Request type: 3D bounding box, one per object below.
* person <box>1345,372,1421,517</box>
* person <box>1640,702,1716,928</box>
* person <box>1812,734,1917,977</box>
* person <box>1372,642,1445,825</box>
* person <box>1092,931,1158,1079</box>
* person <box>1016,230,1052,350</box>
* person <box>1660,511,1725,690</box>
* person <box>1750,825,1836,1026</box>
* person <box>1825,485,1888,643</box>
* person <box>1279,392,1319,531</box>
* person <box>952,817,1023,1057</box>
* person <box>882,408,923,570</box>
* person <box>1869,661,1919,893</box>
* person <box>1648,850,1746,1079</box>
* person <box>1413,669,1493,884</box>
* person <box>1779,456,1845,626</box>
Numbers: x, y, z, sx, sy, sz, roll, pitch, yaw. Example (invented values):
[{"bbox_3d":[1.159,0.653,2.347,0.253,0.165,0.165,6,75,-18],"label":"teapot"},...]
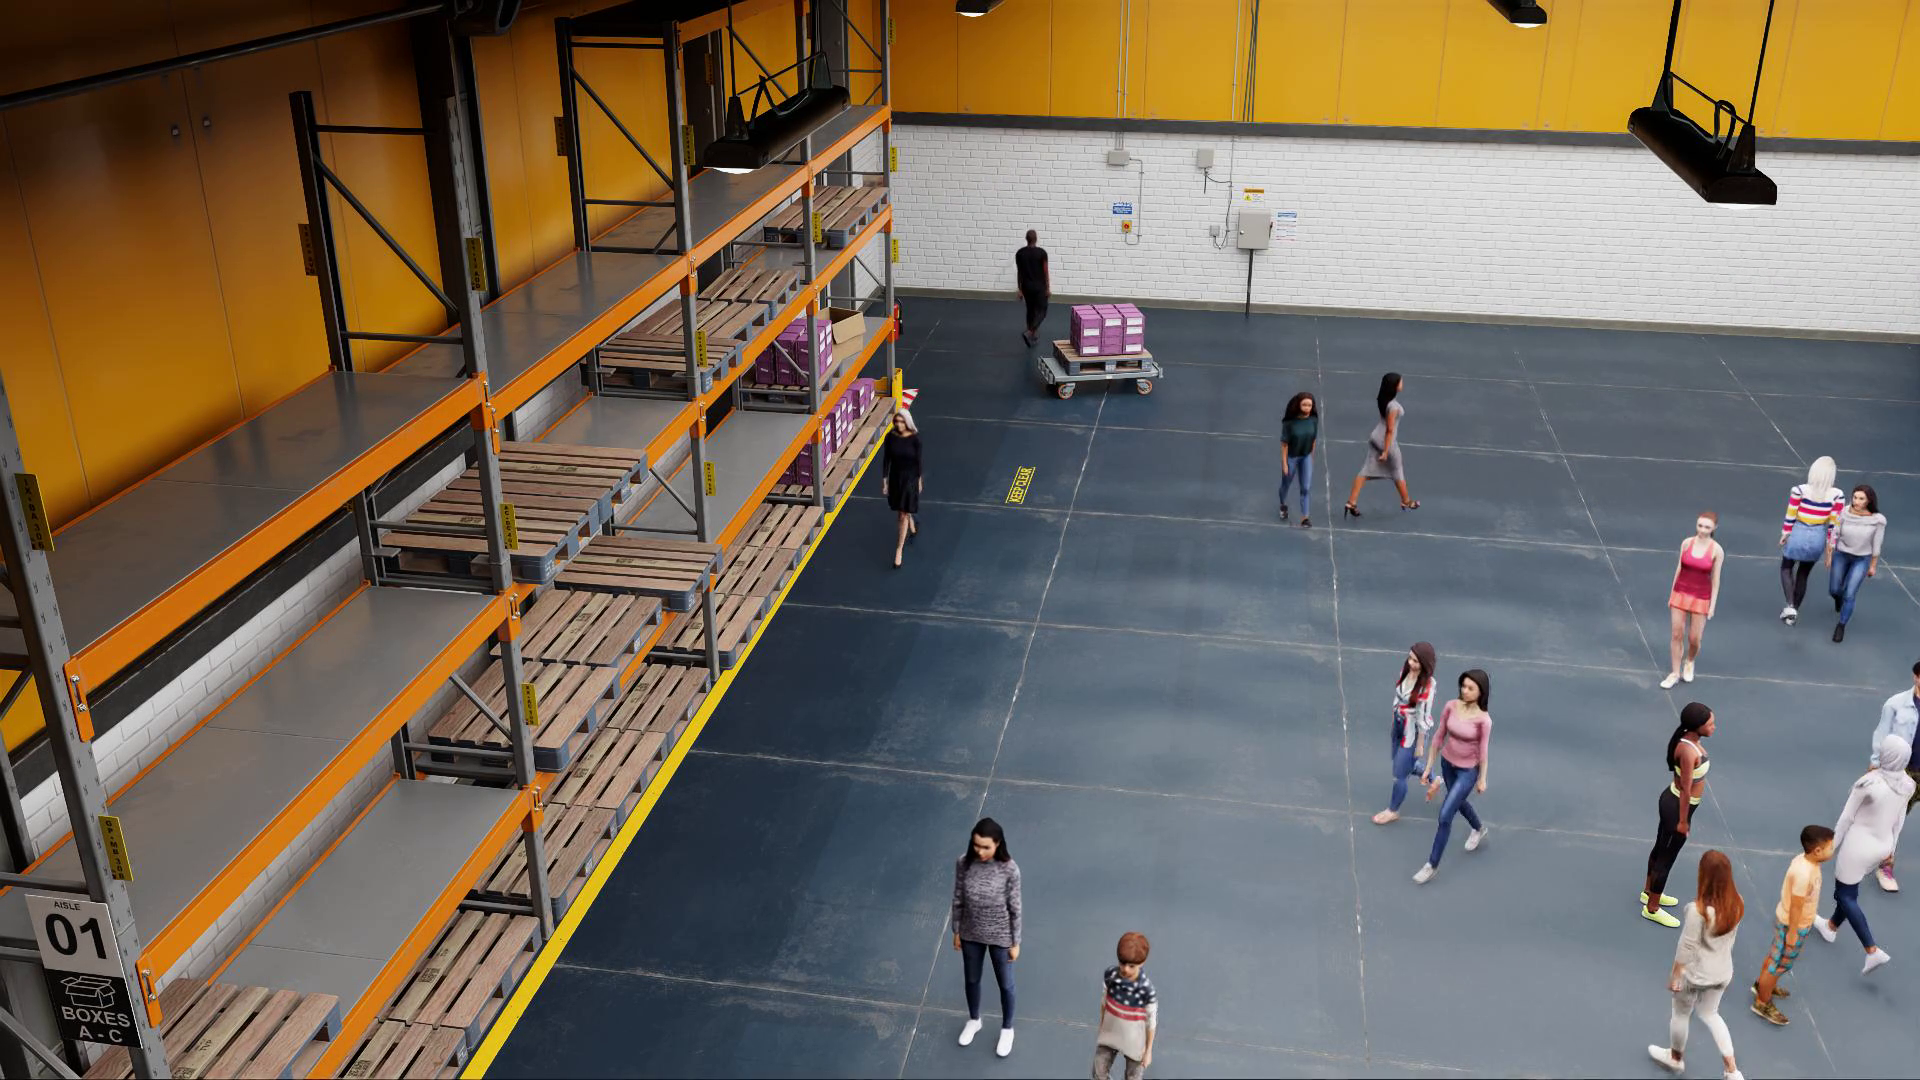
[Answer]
[{"bbox_3d":[4.740,-1.038,18.991,0.985,1.726,1.159,-6,24,-14],"label":"person"},{"bbox_3d":[5.201,1.961,12.092,0.648,1.755,0.497,8,25,18],"label":"person"},{"bbox_3d":[6.329,2.197,11.554,0.885,1.755,1.135,-5,24,-10],"label":"person"},{"bbox_3d":[3.667,1.529,13.281,0.904,1.595,0.946,-7,25,-15],"label":"person"},{"bbox_3d":[1.037,2.973,10.177,0.605,1.435,0.598,14,27,29],"label":"person"},{"bbox_3d":[1.103,-3.770,25.143,0.872,1.804,1.076,11,26,24],"label":"person"},{"bbox_3d":[6.770,0.539,15.360,0.748,1.745,0.827,20,31,38],"label":"person"},{"bbox_3d":[5.572,2.538,11.149,0.685,1.455,0.555,15,28,31],"label":"person"},{"bbox_3d":[8.764,0.182,16.337,0.842,1.616,0.992,15,28,31],"label":"person"},{"bbox_3d":[3.814,-0.945,18.966,0.817,1.575,1.130,-2,24,-5],"label":"person"},{"bbox_3d":[0.187,2.538,10.802,0.644,1.731,0.575,8,25,17],"label":"person"},{"bbox_3d":[-0.596,-0.613,18.046,0.598,1.704,1.132,6,24,13],"label":"person"},{"bbox_3d":[7.193,1.704,12.657,0.726,1.775,1.172,2,24,5],"label":"person"},{"bbox_3d":[4.705,2.747,10.384,0.870,1.685,1.031,-7,25,-16],"label":"person"},{"bbox_3d":[3.852,1.737,12.671,1.154,1.703,1.082,-16,28,-32],"label":"person"},{"bbox_3d":[8.363,0.041,16.432,0.719,1.798,0.778,8,25,18],"label":"person"}]
